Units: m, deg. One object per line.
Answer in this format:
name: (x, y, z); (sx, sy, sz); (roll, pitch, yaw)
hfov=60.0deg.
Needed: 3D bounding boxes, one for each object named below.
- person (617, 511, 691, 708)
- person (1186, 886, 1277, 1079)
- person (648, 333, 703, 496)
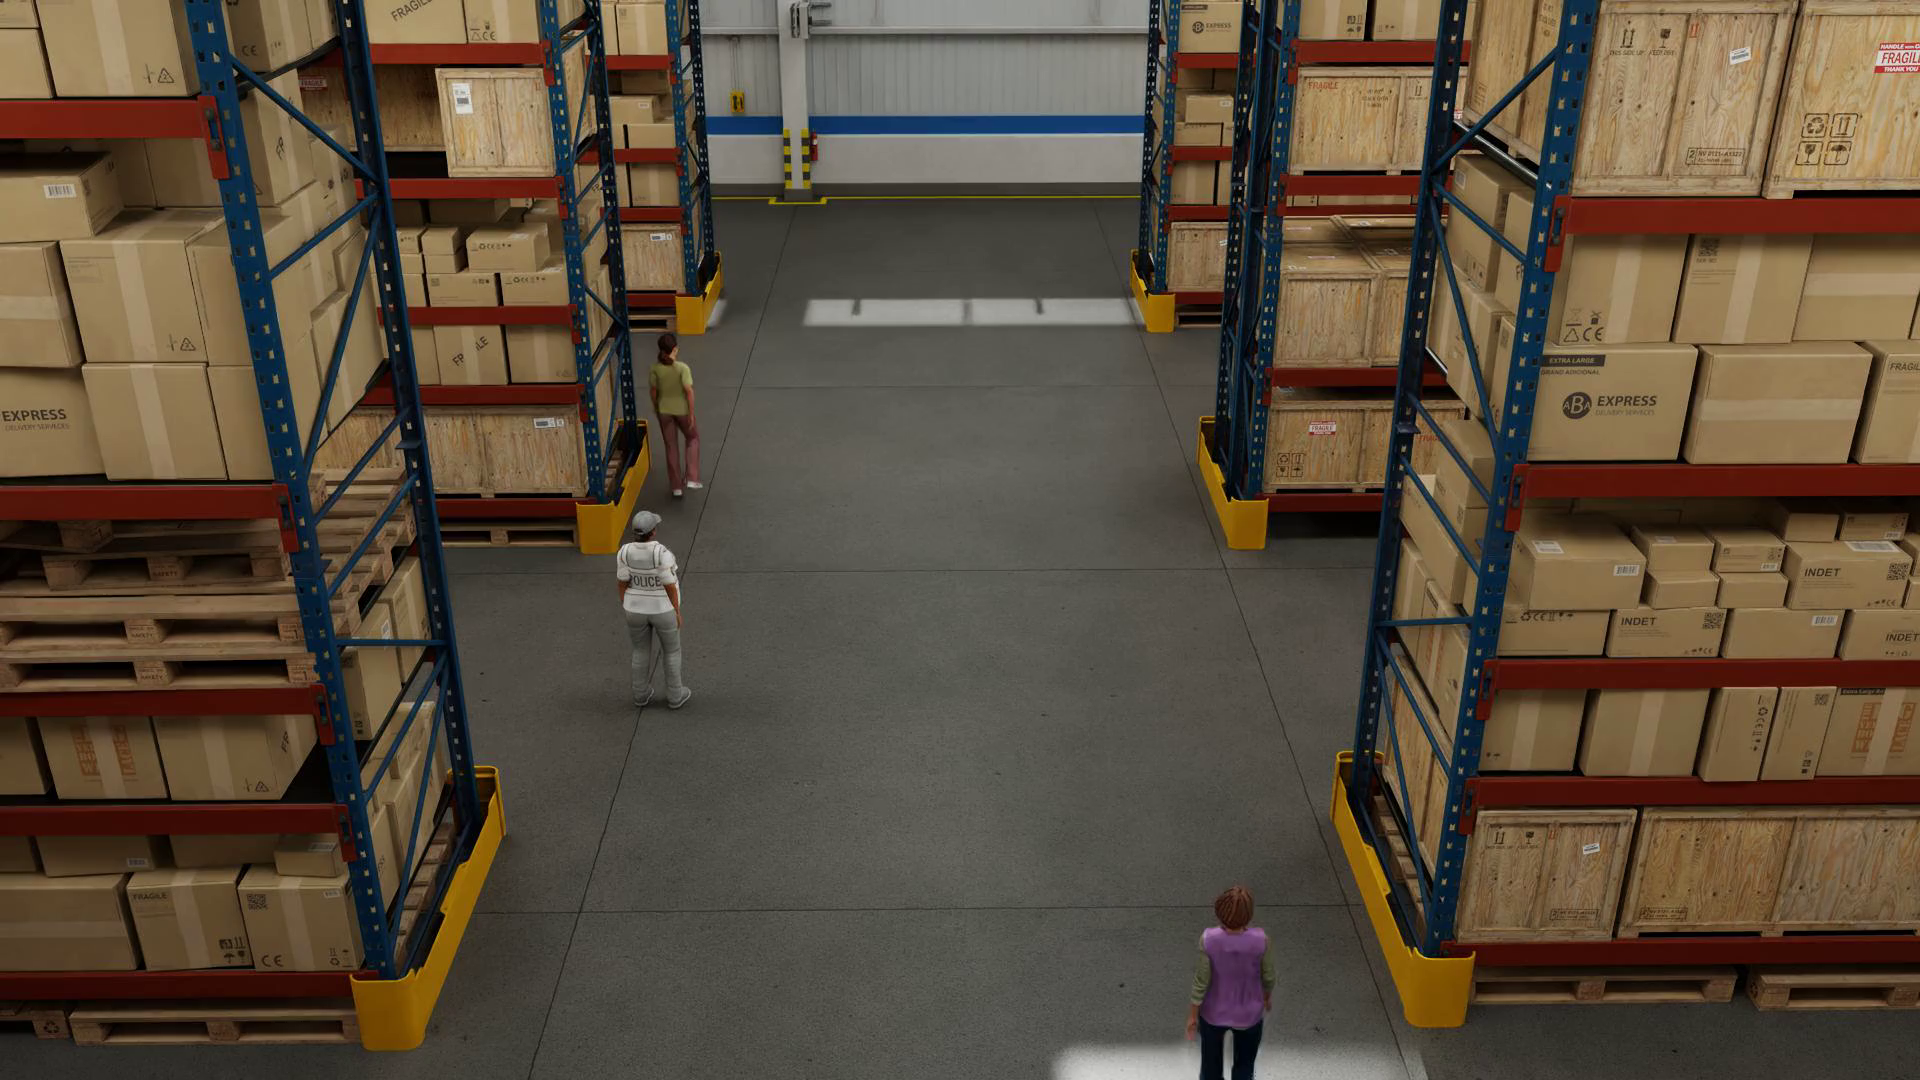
person: (-2.375, 0.533, 12.858); (0.469, 1.664, 0.390); (3, 25, 7)
person: (1.424, 2.482, 8.763); (0.463, 1.582, 0.811); (2, 25, 4)
person: (-2.859, -1.263, 16.653); (0.455, 1.699, 0.430); (0, 25, -1)
